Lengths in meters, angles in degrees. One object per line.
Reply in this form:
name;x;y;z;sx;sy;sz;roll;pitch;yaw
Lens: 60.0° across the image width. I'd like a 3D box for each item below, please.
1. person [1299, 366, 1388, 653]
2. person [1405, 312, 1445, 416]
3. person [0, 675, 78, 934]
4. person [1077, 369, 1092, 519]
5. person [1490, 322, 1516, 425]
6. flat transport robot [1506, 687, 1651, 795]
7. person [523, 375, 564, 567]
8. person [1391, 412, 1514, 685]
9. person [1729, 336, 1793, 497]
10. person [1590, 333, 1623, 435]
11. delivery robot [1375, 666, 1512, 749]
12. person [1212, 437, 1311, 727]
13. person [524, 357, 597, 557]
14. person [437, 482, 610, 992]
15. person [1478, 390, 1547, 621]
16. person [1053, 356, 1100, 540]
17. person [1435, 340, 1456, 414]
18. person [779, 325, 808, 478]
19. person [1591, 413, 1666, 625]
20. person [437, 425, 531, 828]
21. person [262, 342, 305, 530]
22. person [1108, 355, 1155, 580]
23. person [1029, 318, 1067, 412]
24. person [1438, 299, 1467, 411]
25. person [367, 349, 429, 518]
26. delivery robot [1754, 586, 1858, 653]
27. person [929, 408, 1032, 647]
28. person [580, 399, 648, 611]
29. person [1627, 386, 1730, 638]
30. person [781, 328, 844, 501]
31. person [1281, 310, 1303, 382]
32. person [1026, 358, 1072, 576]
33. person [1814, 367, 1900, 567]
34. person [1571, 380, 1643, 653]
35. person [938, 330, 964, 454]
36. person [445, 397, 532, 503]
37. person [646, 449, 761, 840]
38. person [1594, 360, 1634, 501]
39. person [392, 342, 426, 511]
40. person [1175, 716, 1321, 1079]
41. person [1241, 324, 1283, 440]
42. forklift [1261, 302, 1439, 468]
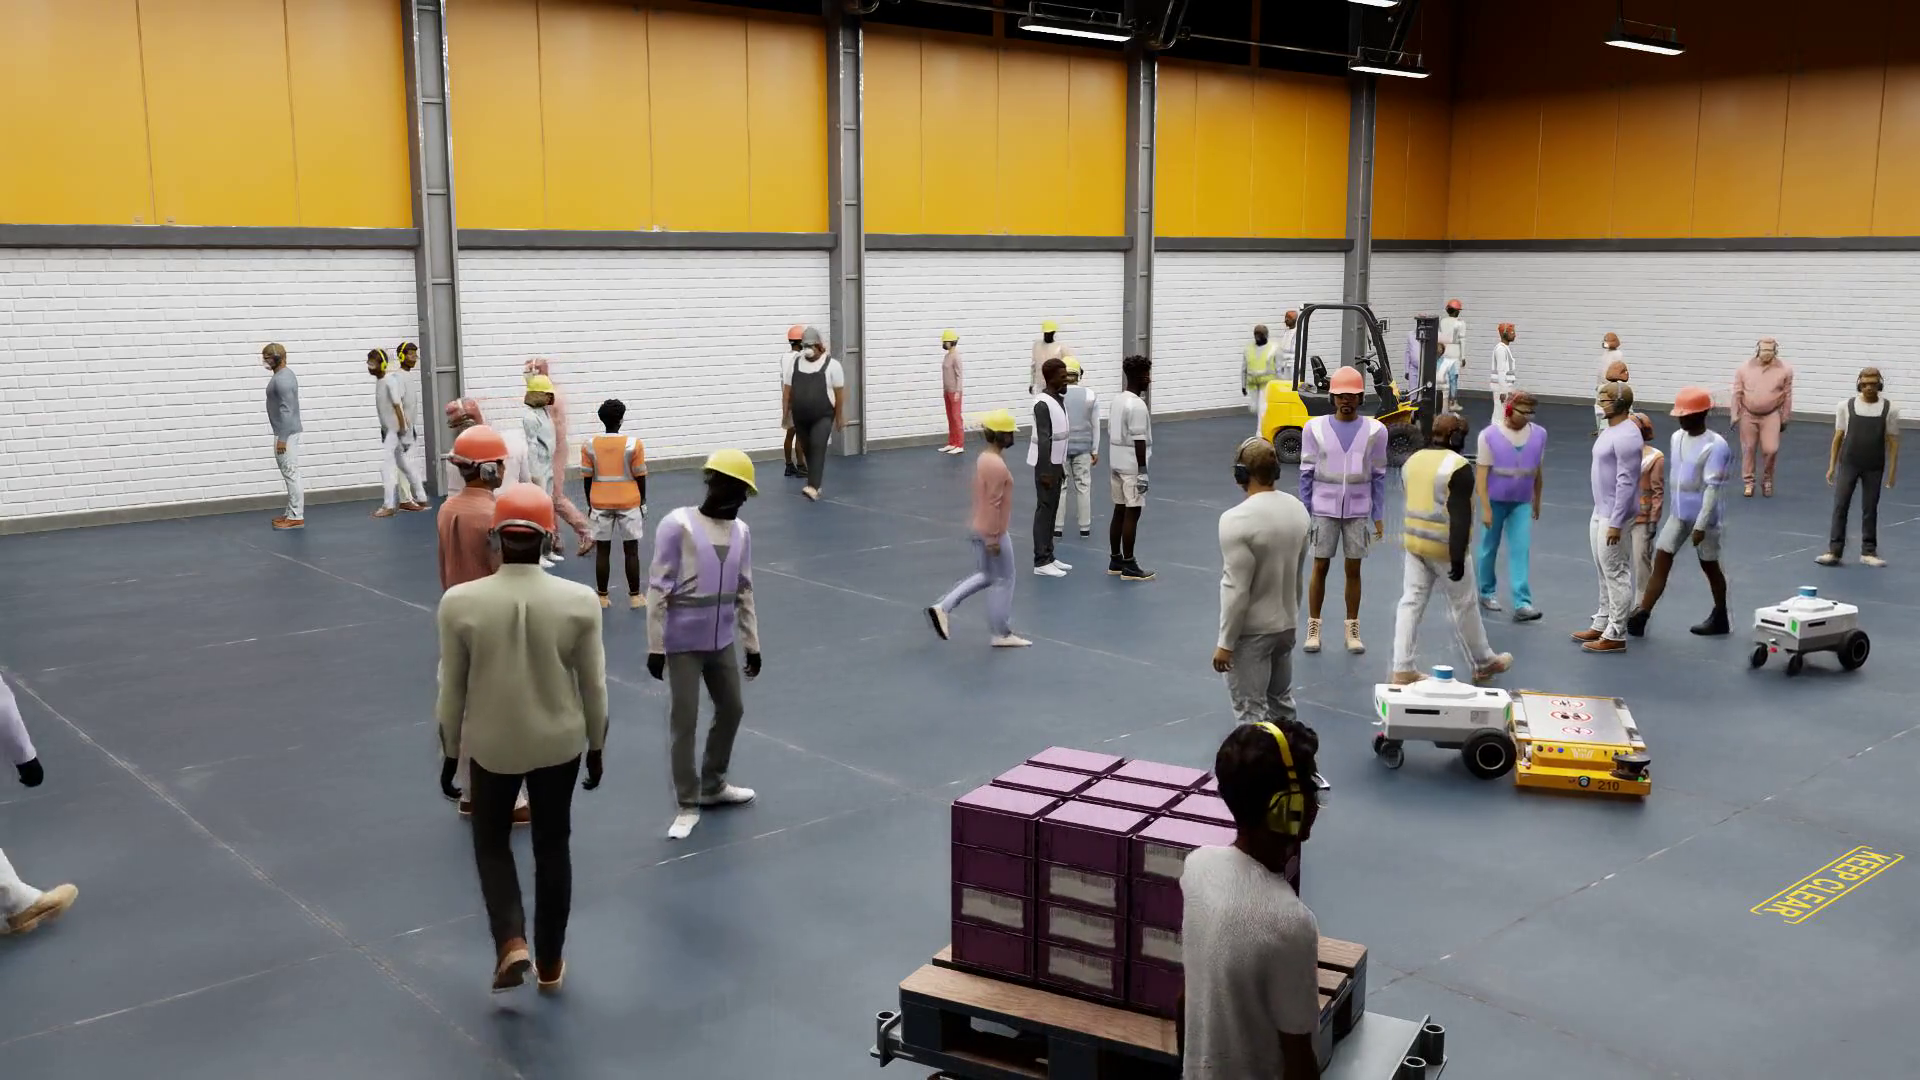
person;2.709;-0.208;11.796;0.605;2.044;0.375;1;10;7
person;7.577;-2.778;27.256;0.643;1.905;0.399;8;13;41
person;-3.971;0.826;6.513;0.659;1.784;0.972;6;12;33
person;1.199;-1.061;17.826;0.539;1.691;0.318;4;11;23
person;7.662;-2.122;23.473;0.351;1.882;0.581;3;10;17
flat transport robot;3.433;1.100;9.318;0.652;0.197;1.431;3;10;15
person;-3.799;-0.632;15.157;0.308;1.741;0.494;0;10;3
person;3.226;0.066;10.919;0.947;1.792;0.636;-5;11;-25
person;9.329;-1.429;19.410;0.635;1.884;0.453;5;11;27
person;10.071;-2.408;25.919;0.286;1.621;0.594;-3;10;-19
delivery robot;2.654;0.937;9.170;0.707;0.478;0.477;1;10;9
person;1.471;0.459;8.207;0.630;1.936;0.369;-9;13;-43
person;-3.759;-0.785;15.690;0.645;1.875;0.665;-2;10;-10
person;-1.639;0.767;6.285;0.637;1.971;0.477;-3;10;-17
person;4.292;-0.271;12.923;0.577;1.779;0.954;-1;10;-5
person;1.094;-0.909;16.514;0.588;1.833;0.404;-1;10;-5
person;6.881;-2.080;24.028;0.530;1.613;0.747;3;10;15
person;-2.065;-1.762;21.199;0.361;1.939;0.543;-8;12;-38
person;5.118;-0.156;12.677;0.313;1.639;0.513;-5;11;-27
person;-2.323;0.429;8.201;0.612;1.997;0.376;9;13;41
person;-6.991;-1.076;17.195;0.372;1.937;0.627;-4;10;-21
person;1.498;-0.638;14.534;0.362;1.963;0.613;-3;10;-16
person;1.299;-2.331;24.626;0.620;1.904;0.494;6;11;32
person;8.947;-3.364;30.282;0.396;2.038;0.615;-9;13;-42
person;-6.161;-1.177;18.170;0.707;1.824;0.604;-6;11;-30
delivery robot;5.786;0.560;11.374;0.707;0.478;0.477;-5;11;-27
person;0.158;-0.073;11.901;0.667;1.747;0.519;-2;10;-13
person;-2.730;-0.272;13.196;0.532;1.693;0.319;0;10;2
person;5.319;-0.188;12.177;1.028;1.868;0.559;-3;10;-20
person;-1.741;-1.481;19.255;0.695;2.000;1.039;3;10;16
person;5.731;-3.022;28.734;0.337;1.882;0.584;-4;10;-21
person;0.798;-0.650;14.747;0.392;1.920;0.587;2;10;14
person;8.150;-0.647;15.045;0.584;1.826;0.490;5;11;27
person;4.635;-0.164;11.843;0.370;1.940;0.630;2;10;9
person;-0.128;-2.114;23.764;0.331;1.768;0.526;-4;10;-21
person;-3.174;-0.053;11.412;0.459;1.870;0.790;7;12;36
person;-1.261;0.500;8.166;0.368;1.876;0.681;8;13;40
person;7.455;-1.227;18.949;0.284;1.636;0.500;-5;11;-25
person;-6.129;-1.259;18.480;0.329;1.865;0.518;-2;10;-12
person;0.582;1.291;3.610;0.770;1.847;0.523;-2;10;-13
person;4.547;-2.341;24.980;0.629;1.814;0.802;6;11;31
forklift;5.320;-2.157;22.763;2.313;2.155;1.214;3;10;16
